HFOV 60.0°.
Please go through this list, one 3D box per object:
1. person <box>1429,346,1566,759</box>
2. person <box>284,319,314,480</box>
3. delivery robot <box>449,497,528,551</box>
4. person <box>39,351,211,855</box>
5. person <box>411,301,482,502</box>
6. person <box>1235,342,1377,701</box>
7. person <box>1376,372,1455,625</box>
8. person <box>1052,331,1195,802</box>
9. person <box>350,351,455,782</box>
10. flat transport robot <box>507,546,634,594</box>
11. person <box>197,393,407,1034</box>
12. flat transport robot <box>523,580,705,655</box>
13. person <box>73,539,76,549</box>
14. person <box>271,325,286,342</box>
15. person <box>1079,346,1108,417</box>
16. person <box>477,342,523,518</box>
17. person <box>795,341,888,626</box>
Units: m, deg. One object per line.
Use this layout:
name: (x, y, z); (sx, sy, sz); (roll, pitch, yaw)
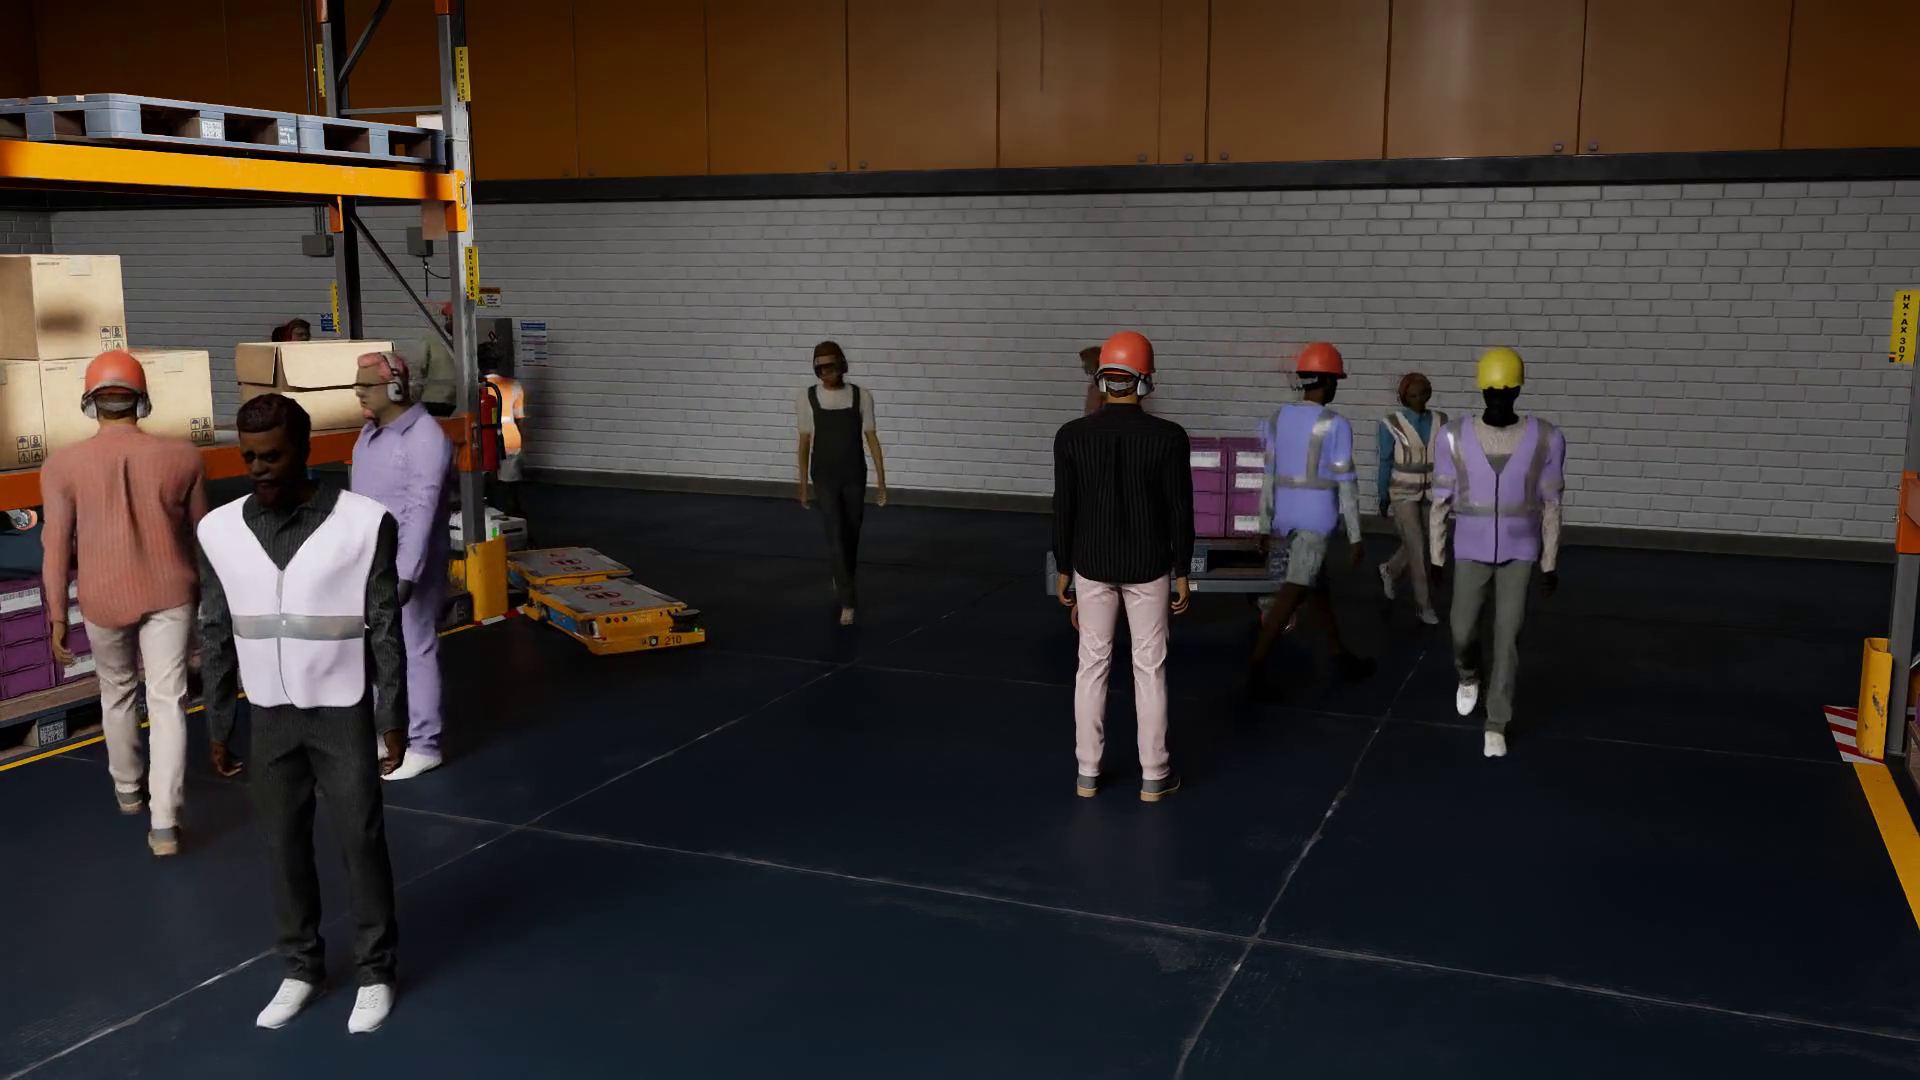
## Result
person: (2.528, 0.033, 7.863); (0.593, 1.910, 0.641); (3, 10, 19)
person: (-5.778, -1.042, 14.684); (0.949, 1.793, 0.579); (5, 11, 30)
delivery robot: (-3.531, -0.072, 12.285); (0.707, 0.478, 0.477); (7, 11, 36)
person: (-3.278, 0.227, 6.602); (0.600, 1.936, 1.010); (-4, 10, -24)
person: (-4.898, -1.333, 15.990); (0.806, 1.942, 0.633); (8, 12, 39)
person: (1.849, -0.100, 8.786); (1.052, 1.872, 0.575); (-6, 11, -32)
person: (2.911, -0.296, 10.760); (0.546, 1.609, 0.743); (-2, 10, -15)
person: (0.694, 0.117, 7.066); (0.611, 1.996, 0.379); (3, 10, 17)
person: (-2.503, 0.120, 7.347); (0.665, 1.897, 0.479); (8, 12, 39)
flat transport robot: (-2.766, 0.236, 11.564); (0.652, 0.197, 1.431); (-5, 11, -27)
person: (-1.945, 0.511, 4.962); (0.611, 1.905, 0.413); (0, 9, 0)
flat transport robot: (-2.162, 0.448, 10.274); (0.652, 0.197, 1.431); (-6, 11, -32)
person: (-5.852, -0.476, 11.009); (0.741, 1.880, 0.673); (-7, 12, -36)
person: (-6.493, -1.222, 16.086); (0.318, 1.697, 0.534); (-1, 9, -5)
person: (1.198, -0.802, 13.791); (0.439, 1.606, 0.535); (2, 10, 15)
person: (-3.685, -0.730, 13.178); (0.564, 1.670, 0.420); (-9, 13, -43)
person: (-0.787, -0.400, 10.824); (0.568, 1.801, 0.940); (-2, 10, -12)
